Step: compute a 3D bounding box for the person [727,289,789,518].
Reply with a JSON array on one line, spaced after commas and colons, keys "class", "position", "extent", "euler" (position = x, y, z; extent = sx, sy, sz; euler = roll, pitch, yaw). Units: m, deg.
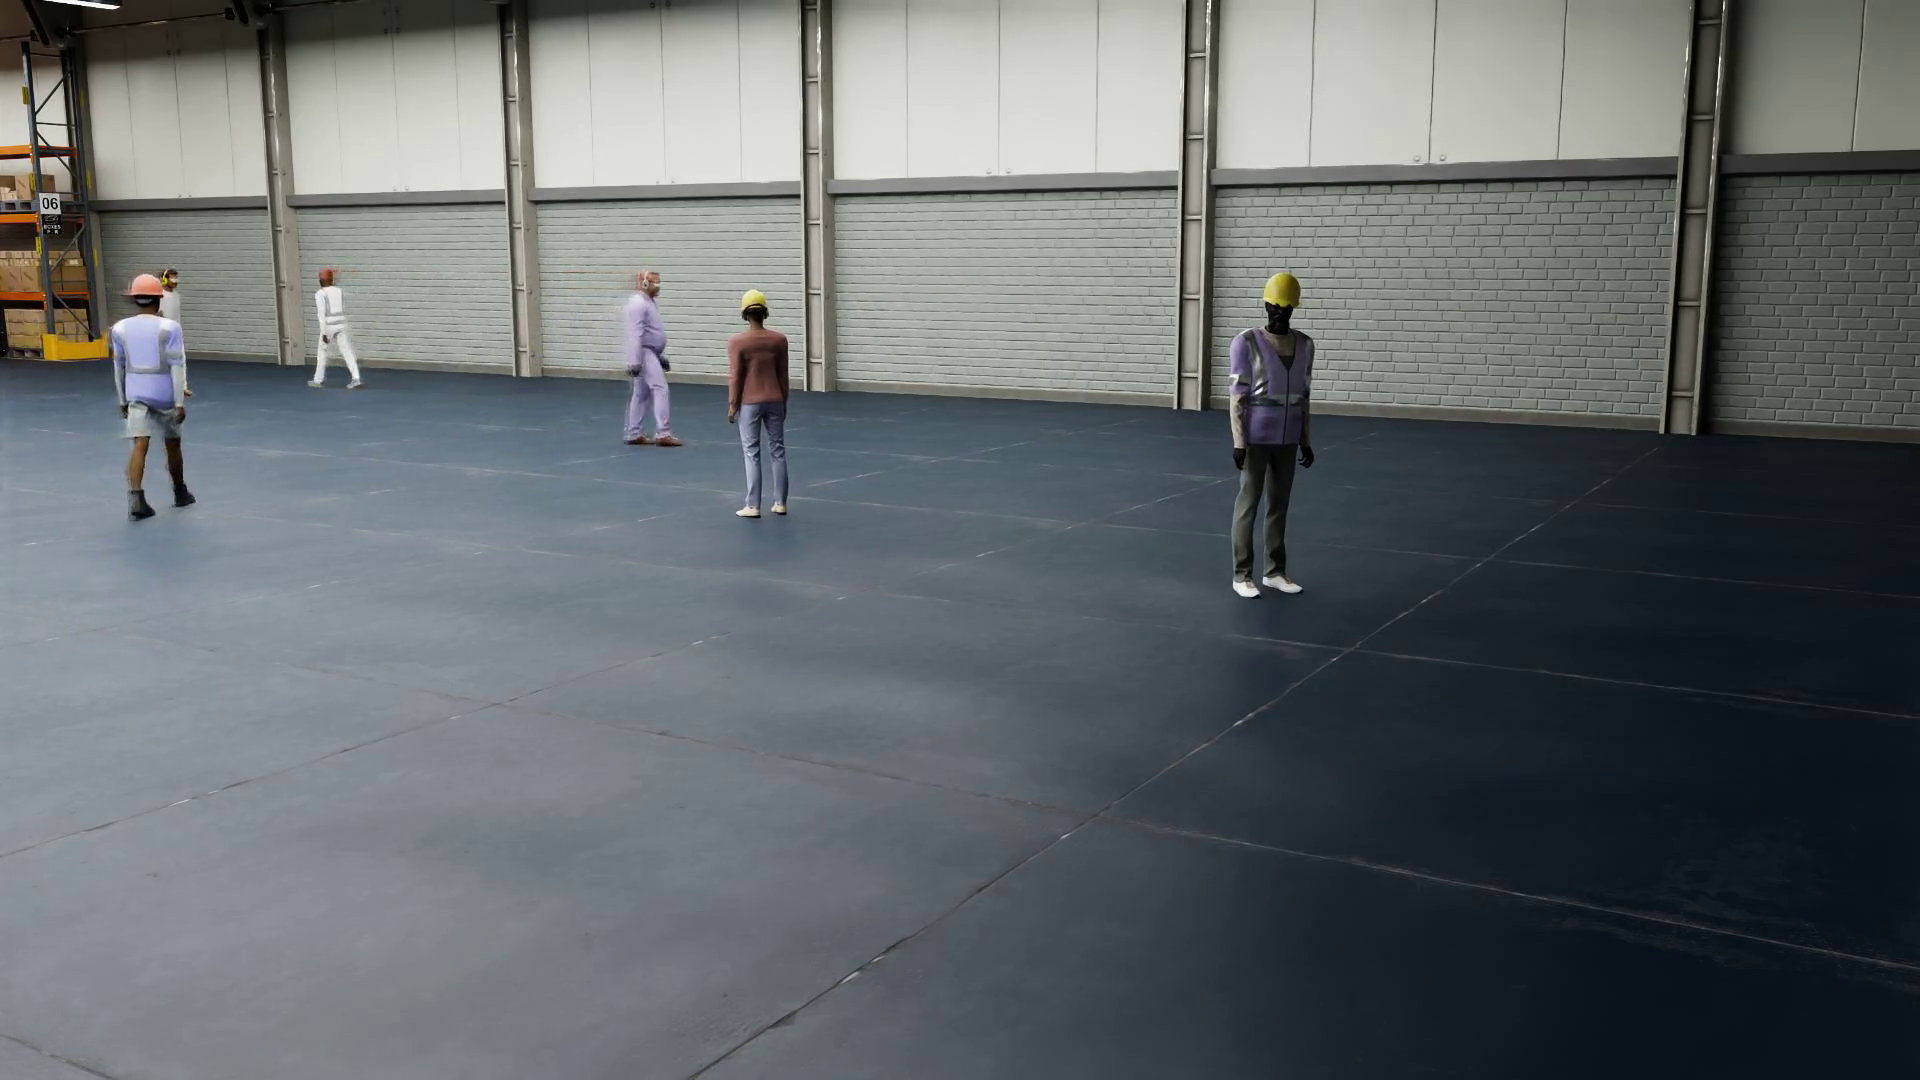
[{"class": "person", "position": [-1.568, -1.050, 12.899], "extent": [0.526, 1.765, 0.329], "euler": [-7, 12, -34]}]

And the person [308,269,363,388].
[{"class": "person", "position": [-9.612, -3.229, 25.496], "extent": [1.028, 1.835, 0.576], "euler": [6, 11, 30]}]

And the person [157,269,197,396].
[{"class": "person", "position": [-11.453, -2.988, 24.006], "extent": [0.691, 1.849, 0.529], "euler": [4, 10, 20]}]

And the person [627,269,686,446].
[{"class": "person", "position": [-3.223, -1.929, 17.728], "extent": [0.808, 1.877, 0.655], "euler": [0, 10, -1]}]

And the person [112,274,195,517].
[{"class": "person", "position": [-6.356, -1.138, 13.071], "extent": [0.561, 1.888, 1.015], "euler": [-1, 10, -5]}]

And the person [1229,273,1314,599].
[{"class": "person", "position": [1.867, -0.618, 9.905], "extent": [0.586, 1.921, 0.383], "euler": [-5, 11, -26]}]
